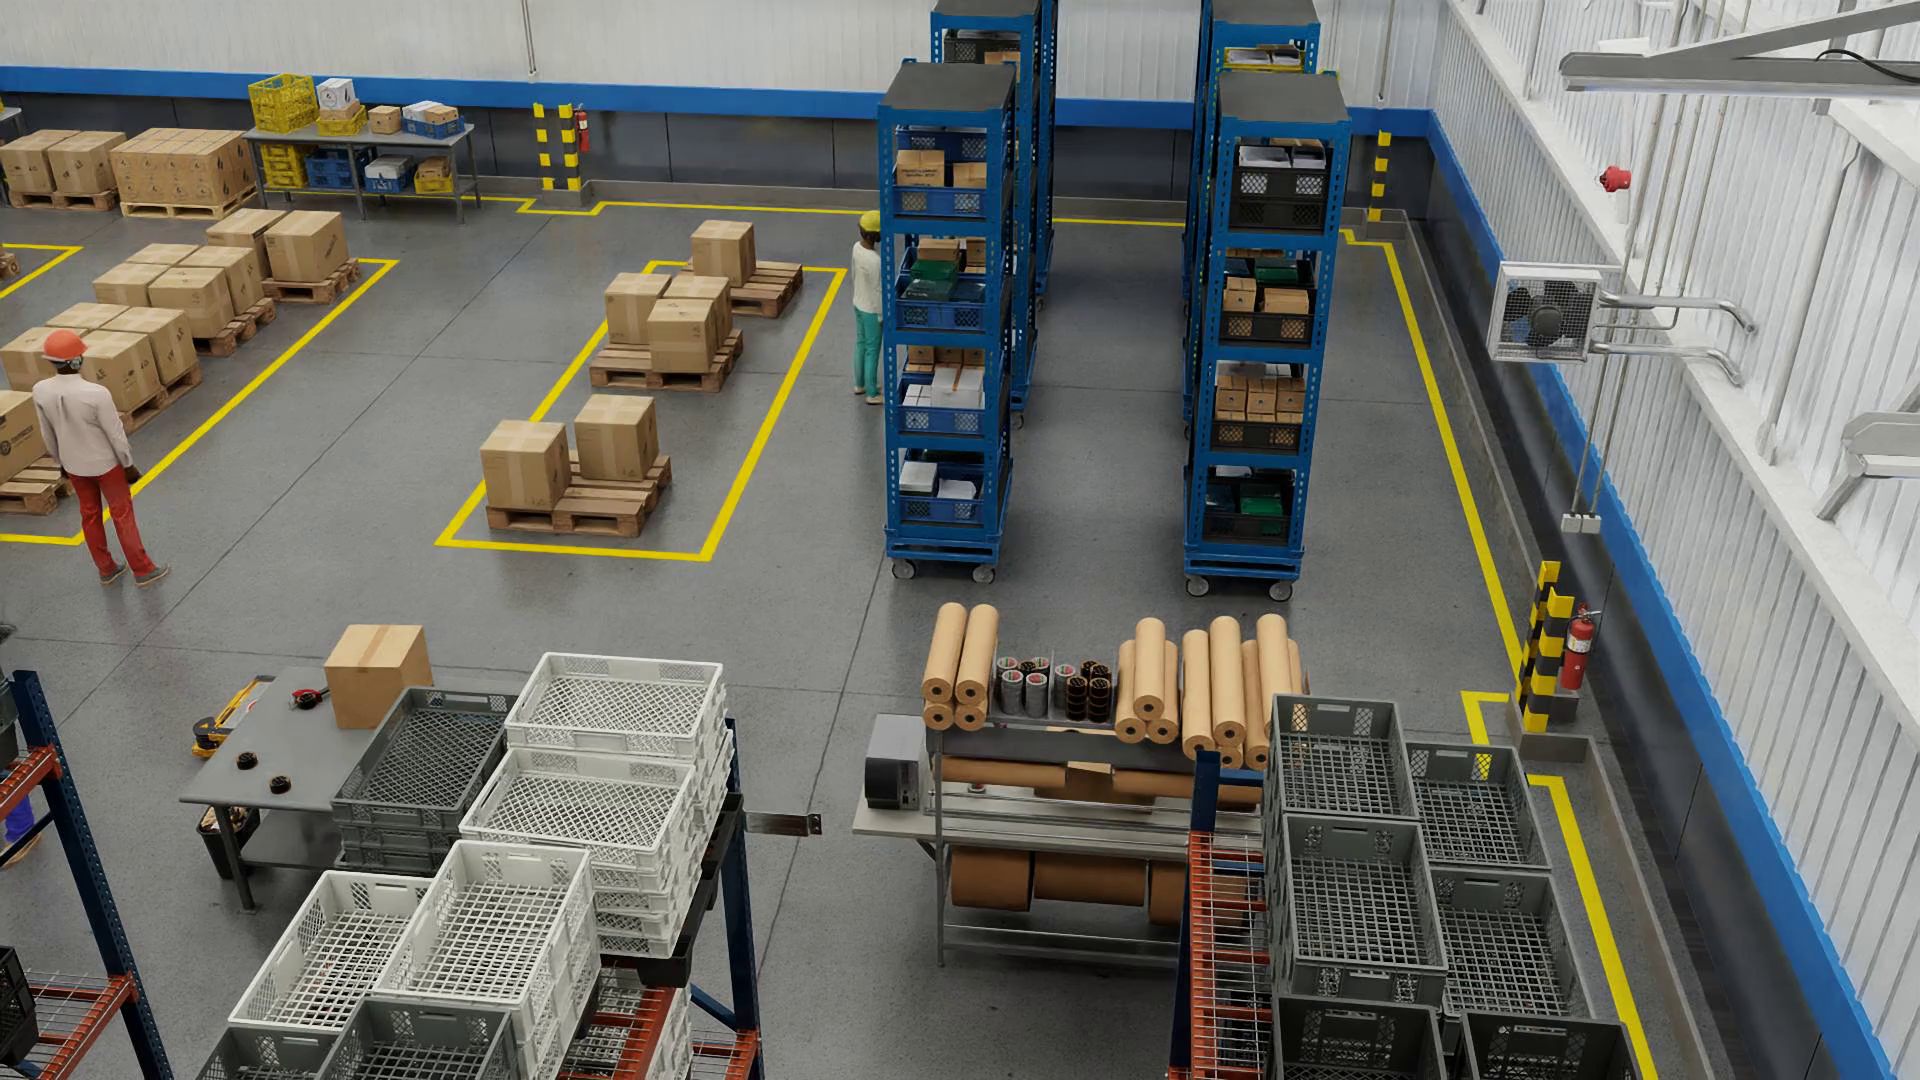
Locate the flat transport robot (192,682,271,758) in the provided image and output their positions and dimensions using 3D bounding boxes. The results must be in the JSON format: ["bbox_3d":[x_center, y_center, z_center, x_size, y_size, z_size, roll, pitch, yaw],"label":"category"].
[{"bbox_3d":[-4.089,1.163,10.648,1.431,0.197,0.652,3,30,6],"label":"flat transport robot"}]

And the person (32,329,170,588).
[{"bbox_3d":[-6.207,-0.570,11.938,0.611,1.995,0.385,5,31,9],"label":"person"}]

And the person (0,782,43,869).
[{"bbox_3d":[-5.679,0.944,9.293,0.681,2.000,0.537,12,32,19],"label":"person"}]

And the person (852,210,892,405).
[{"bbox_3d":[-0.770,-2.064,14.730,0.328,1.765,0.532,-13,33,-22],"label":"person"}]

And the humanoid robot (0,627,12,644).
[{"bbox_3d":[-6.856,0.145,11.077,0.568,1.622,0.800,5,31,9],"label":"humanoid robot"}]
